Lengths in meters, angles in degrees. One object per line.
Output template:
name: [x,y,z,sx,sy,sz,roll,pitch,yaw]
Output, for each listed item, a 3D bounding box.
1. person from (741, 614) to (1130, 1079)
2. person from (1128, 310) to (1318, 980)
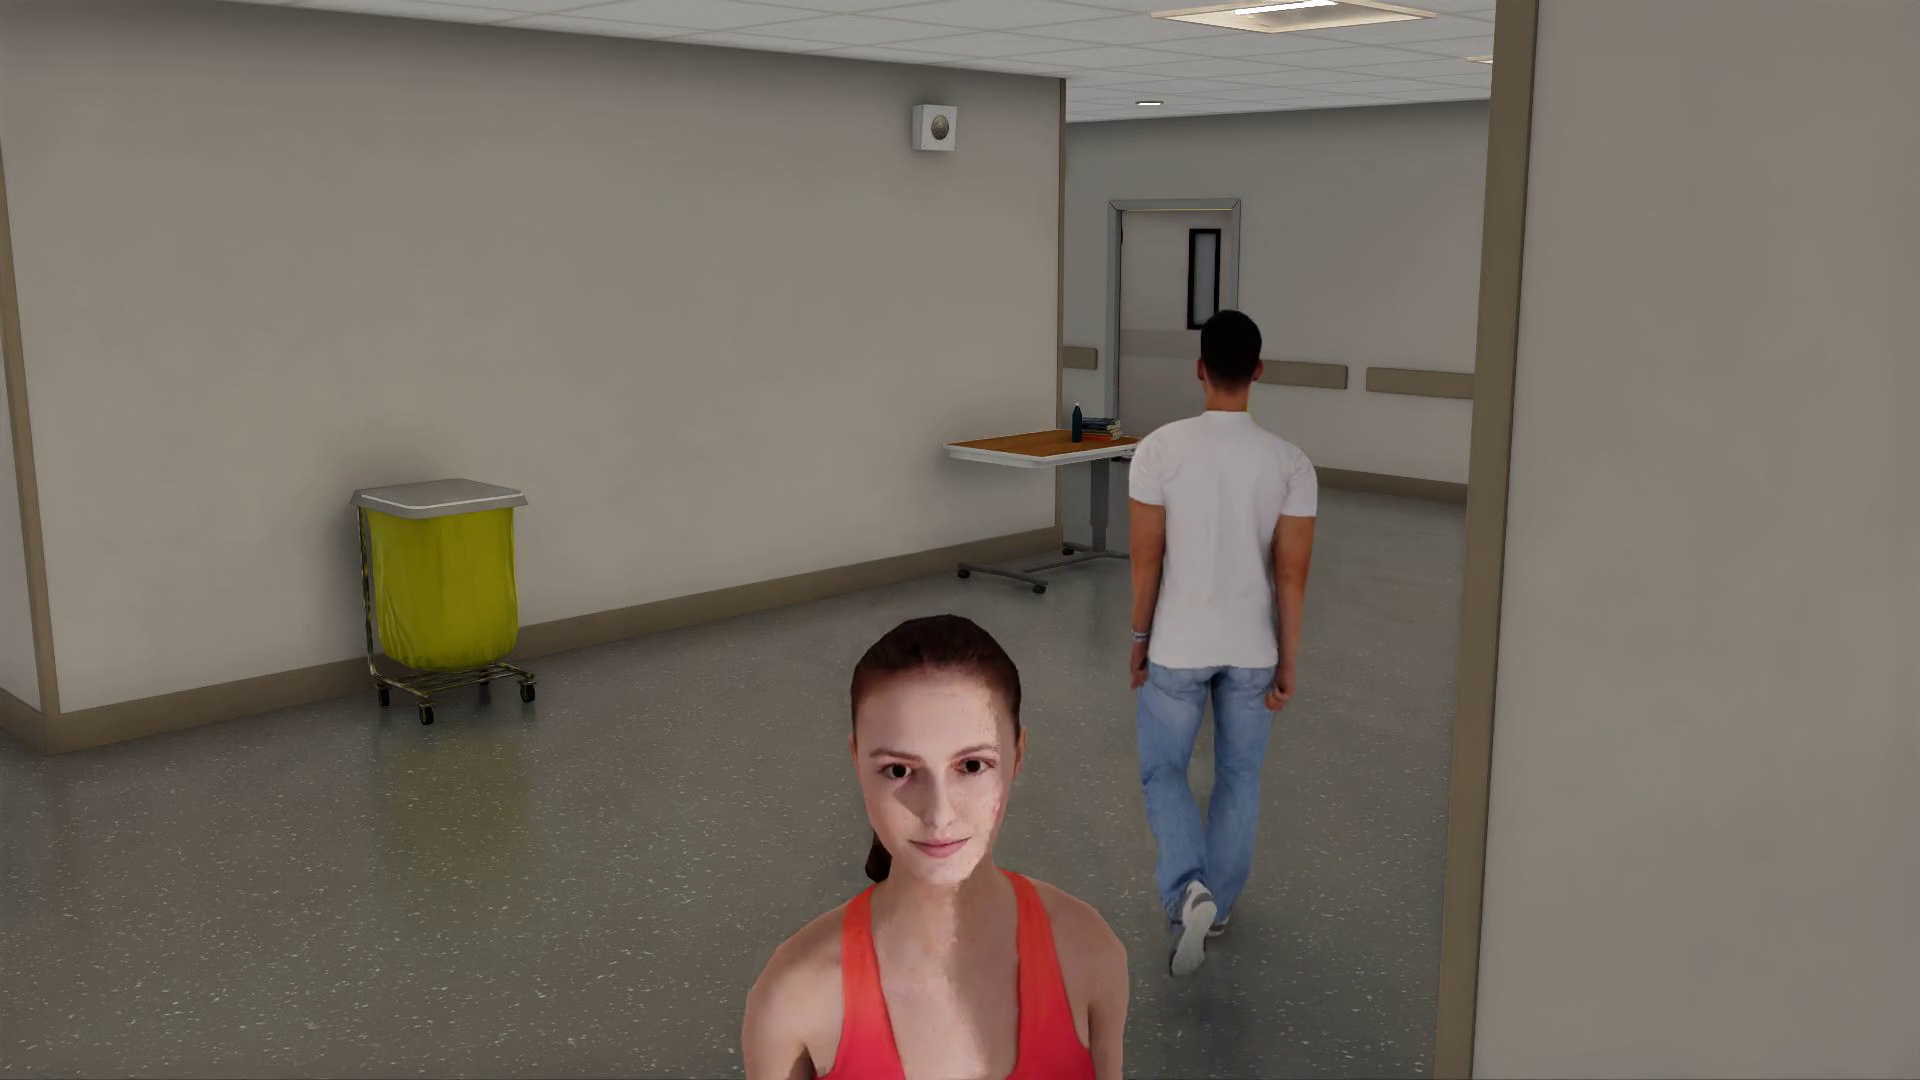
person: [-0.015,0.906,1.784,0.713,1.739,0.764,-2,11,-9]
person: [0.708,0.310,4.651,1.056,1.843,1.102,1,11,4]
